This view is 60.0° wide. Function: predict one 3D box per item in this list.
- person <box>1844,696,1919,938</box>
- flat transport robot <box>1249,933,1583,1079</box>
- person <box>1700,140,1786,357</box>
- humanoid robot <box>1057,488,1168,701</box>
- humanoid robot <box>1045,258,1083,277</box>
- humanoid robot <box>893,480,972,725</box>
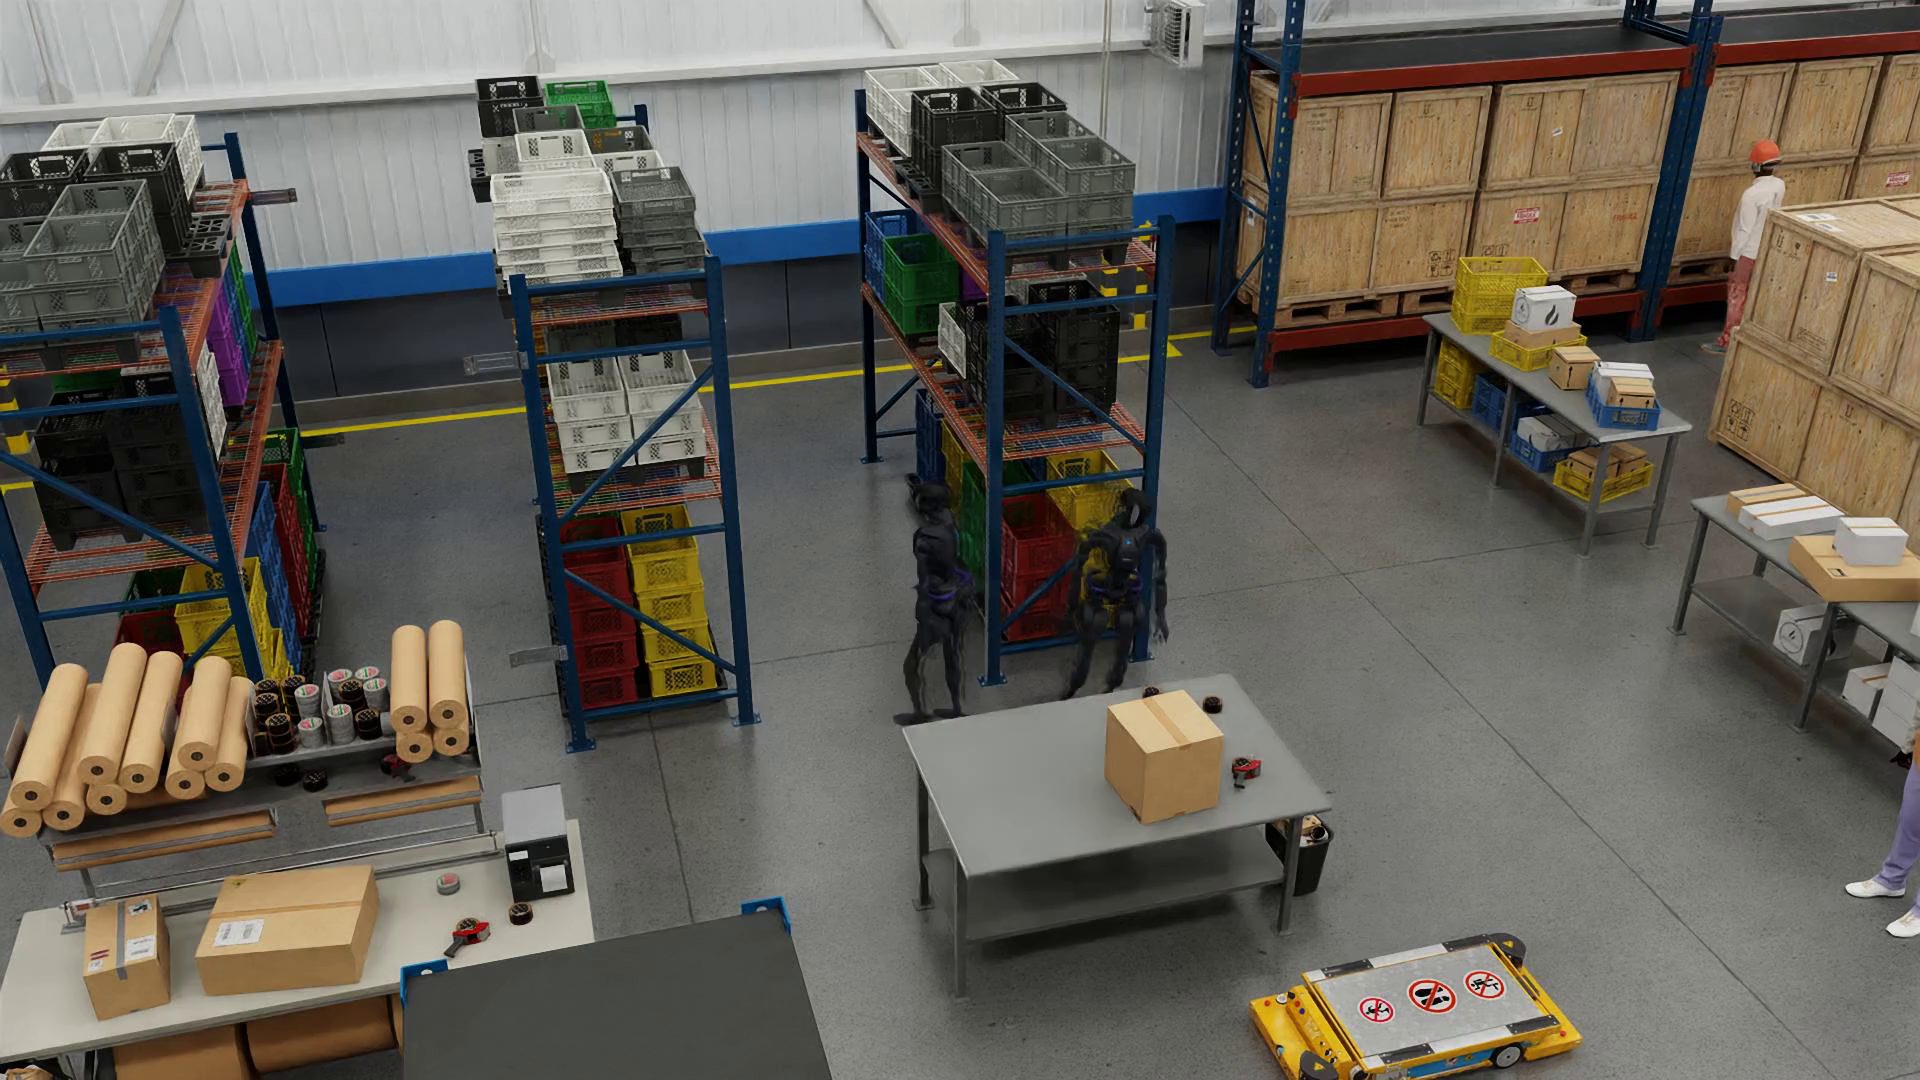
[{"bbox_3d":[4.951,1.145,8.357,0.368,1.925,0.594,-5,29,-9],"label":"person"},{"bbox_3d":[2.184,2.282,7.980,1.431,0.197,0.652,-8,30,-14],"label":"flat transport robot"},{"bbox_3d":[7.191,-2.654,15.204,0.610,1.991,0.388,-22,36,-34],"label":"person"},{"bbox_3d":[0.923,0.406,9.982,0.657,1.632,0.434,-4,29,-7],"label":"humanoid robot"},{"bbox_3d":[0.768,-1.945,14.229,0.570,1.651,0.342,3,29,5],"label":"humanoid robot"},{"bbox_3d":[-0.177,0.387,10.001,0.549,1.643,0.565,15,32,25],"label":"humanoid robot"}]
